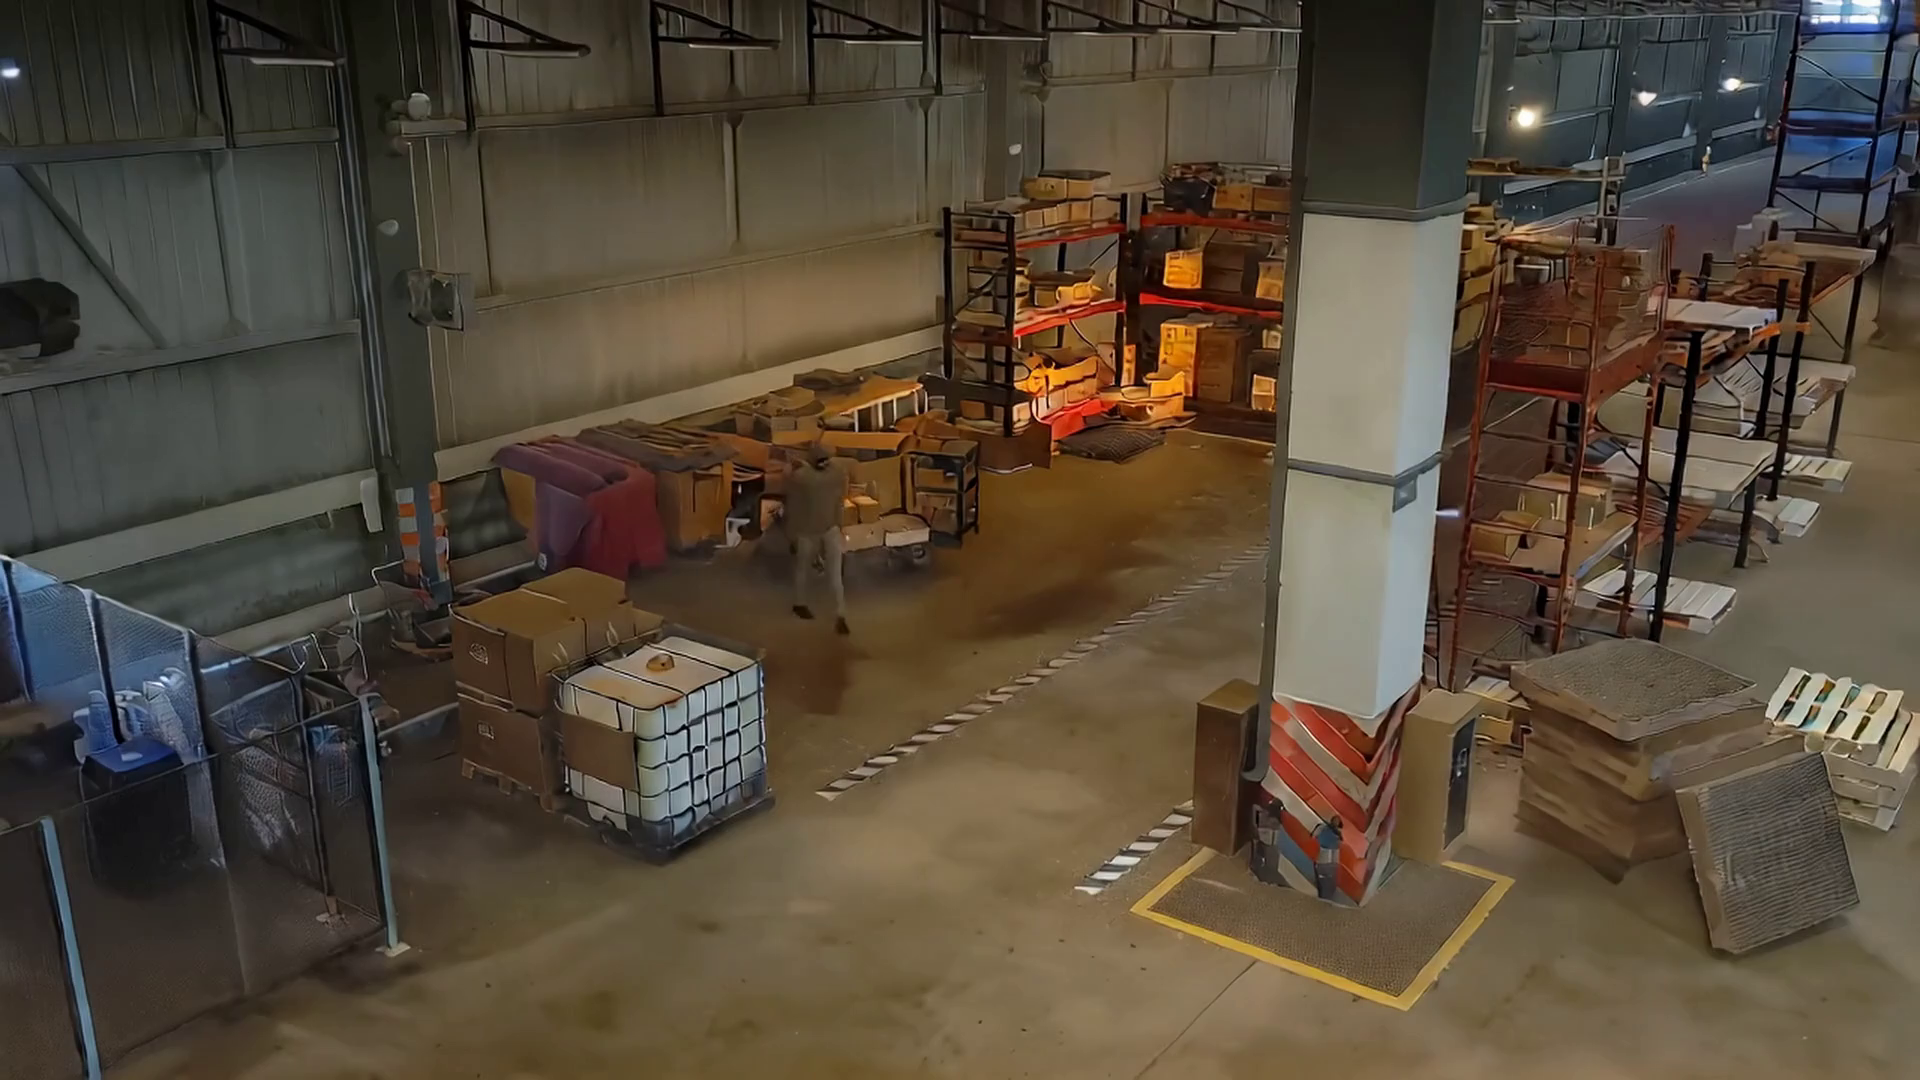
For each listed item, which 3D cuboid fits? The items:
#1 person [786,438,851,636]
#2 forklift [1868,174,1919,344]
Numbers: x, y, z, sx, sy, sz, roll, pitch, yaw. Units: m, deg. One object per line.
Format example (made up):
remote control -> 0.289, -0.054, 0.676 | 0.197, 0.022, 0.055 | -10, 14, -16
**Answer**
person -> -1.313, -0.059, 15.390 | 0.652, 1.869, 1.083 | -10, 21, -28
forklift -> 16.454, -4.792, 28.284 | 1.129, 2.768, 1.873 | 13, 22, 34
